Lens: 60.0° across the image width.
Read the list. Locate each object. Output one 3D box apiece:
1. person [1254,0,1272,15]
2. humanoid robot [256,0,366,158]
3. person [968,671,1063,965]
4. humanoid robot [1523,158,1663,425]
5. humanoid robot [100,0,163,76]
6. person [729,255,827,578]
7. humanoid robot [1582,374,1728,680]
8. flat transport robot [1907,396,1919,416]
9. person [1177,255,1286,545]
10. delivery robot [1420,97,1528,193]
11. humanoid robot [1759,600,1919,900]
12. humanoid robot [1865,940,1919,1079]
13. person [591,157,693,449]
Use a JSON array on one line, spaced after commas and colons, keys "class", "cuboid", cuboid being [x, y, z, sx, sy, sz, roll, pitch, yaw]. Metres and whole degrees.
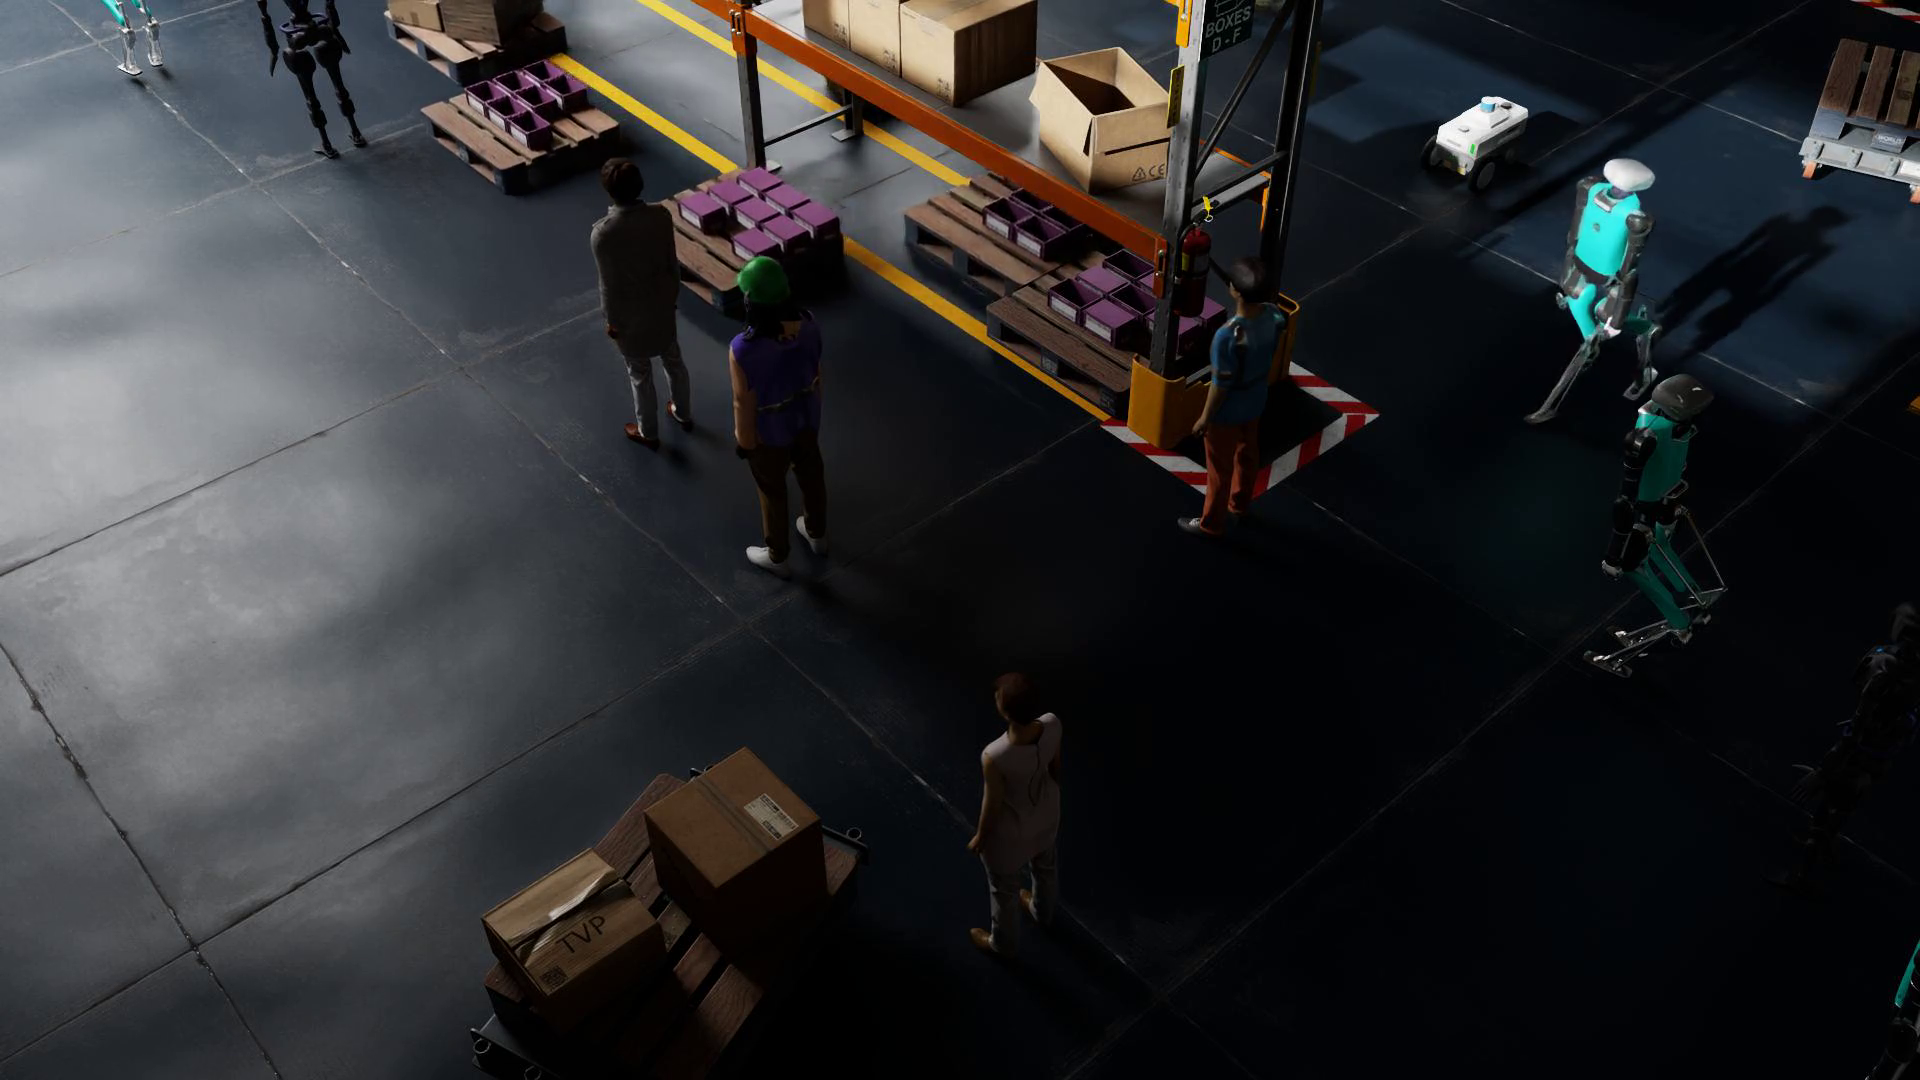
[{"class": "person", "cuboid": [2.286, -5.268, 13.708, 0.956, 1.787, 0.565, 34, 52, 31]}, {"class": "humanoid robot", "cuboid": [-4.684, -3.565, 11.920, 0.599, 1.659, 0.315, -31, 51, -29]}, {"class": "person", "cuboid": [0.234, 1.136, 6.829, 0.442, 1.661, 0.286, -31, 51, -30]}, {"class": "humanoid robot", "cuboid": [3.879, -1.456, 9.627, 1.014, 1.776, 0.530, -18, 45, -18]}, {"class": "humanoid robot", "cuboid": [-6.460, -4.329, 12.620, 0.533, 1.677, 0.735, -31, 51, -29]}, {"class": "person", "cuboid": [-0.917, -0.613, 8.533, 0.533, 1.933, 0.409, -31, 51, -30]}, {"class": "humanoid robot", "cuboid": [3.395, 0.033, 7.876, 0.533, 1.677, 0.735, -31, 51, -29]}, {"class": "flat transport robot", "cuboid": [6.467, -0.989, 10.171, 1.431, 0.231, 0.659, -31, 51, -29]}, {"class": "person", "cuboid": [1.441, -0.729, 8.782, 0.487, 1.767, 0.324, -31, 51, -30]}, {"class": "delivery robot", "cuboid": [3.771, -2.927, 12.046, 0.739, 0.566, 0.499, -31, 51, -29]}, {"class": "humanoid robot", "cuboid": [3.816, 0.889, 7.076, 0.599, 1.659, 0.315, -31, 51, -29]}, {"class": "humanoid robot", "cuboid": [3.563, 1.871, 5.876, 0.533, 1.677, 0.735, -31, 51, -29]}, {"class": "person", "cuboid": [-1.796, -1.325, 9.383, 0.503, 1.832, 0.365, -31, 51, -30]}]
